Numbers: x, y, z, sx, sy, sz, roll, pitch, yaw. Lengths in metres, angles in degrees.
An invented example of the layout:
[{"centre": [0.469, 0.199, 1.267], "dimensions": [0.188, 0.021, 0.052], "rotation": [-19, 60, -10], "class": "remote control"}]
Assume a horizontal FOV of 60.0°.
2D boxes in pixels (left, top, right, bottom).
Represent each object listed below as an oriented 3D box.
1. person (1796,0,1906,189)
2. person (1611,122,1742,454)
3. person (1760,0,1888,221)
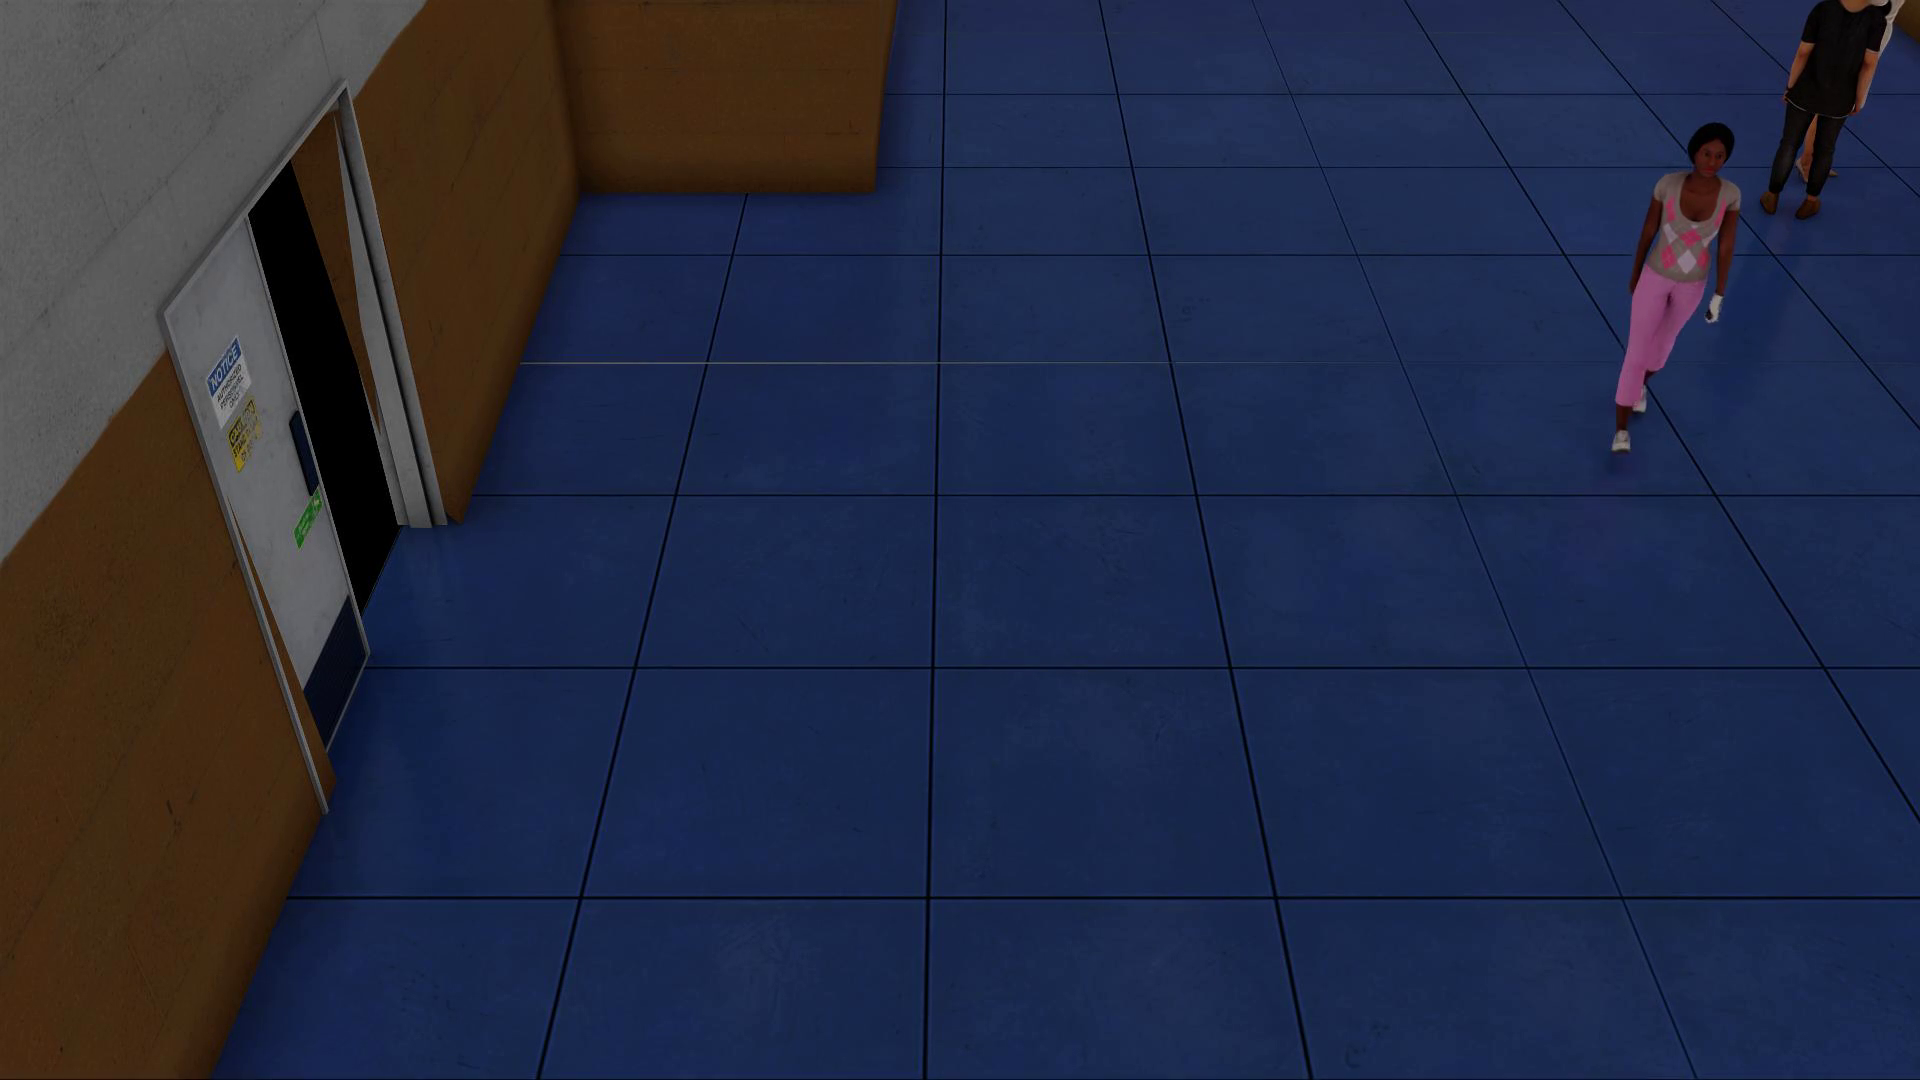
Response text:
[{"centre": [5.947, -3.231, 11.054], "dimensions": [0.764, 1.754, 0.705], "rotation": [31, 47, 34], "class": "person"}, {"centre": [3.669, -1.338, 8.578], "dimensions": [1.100, 1.700, 0.850], "rotation": [10, 38, 13], "class": "person"}, {"centre": [5.538, -2.896, 10.643], "dimensions": [0.643, 1.713, 0.765], "rotation": [18, 41, 23], "class": "person"}]
